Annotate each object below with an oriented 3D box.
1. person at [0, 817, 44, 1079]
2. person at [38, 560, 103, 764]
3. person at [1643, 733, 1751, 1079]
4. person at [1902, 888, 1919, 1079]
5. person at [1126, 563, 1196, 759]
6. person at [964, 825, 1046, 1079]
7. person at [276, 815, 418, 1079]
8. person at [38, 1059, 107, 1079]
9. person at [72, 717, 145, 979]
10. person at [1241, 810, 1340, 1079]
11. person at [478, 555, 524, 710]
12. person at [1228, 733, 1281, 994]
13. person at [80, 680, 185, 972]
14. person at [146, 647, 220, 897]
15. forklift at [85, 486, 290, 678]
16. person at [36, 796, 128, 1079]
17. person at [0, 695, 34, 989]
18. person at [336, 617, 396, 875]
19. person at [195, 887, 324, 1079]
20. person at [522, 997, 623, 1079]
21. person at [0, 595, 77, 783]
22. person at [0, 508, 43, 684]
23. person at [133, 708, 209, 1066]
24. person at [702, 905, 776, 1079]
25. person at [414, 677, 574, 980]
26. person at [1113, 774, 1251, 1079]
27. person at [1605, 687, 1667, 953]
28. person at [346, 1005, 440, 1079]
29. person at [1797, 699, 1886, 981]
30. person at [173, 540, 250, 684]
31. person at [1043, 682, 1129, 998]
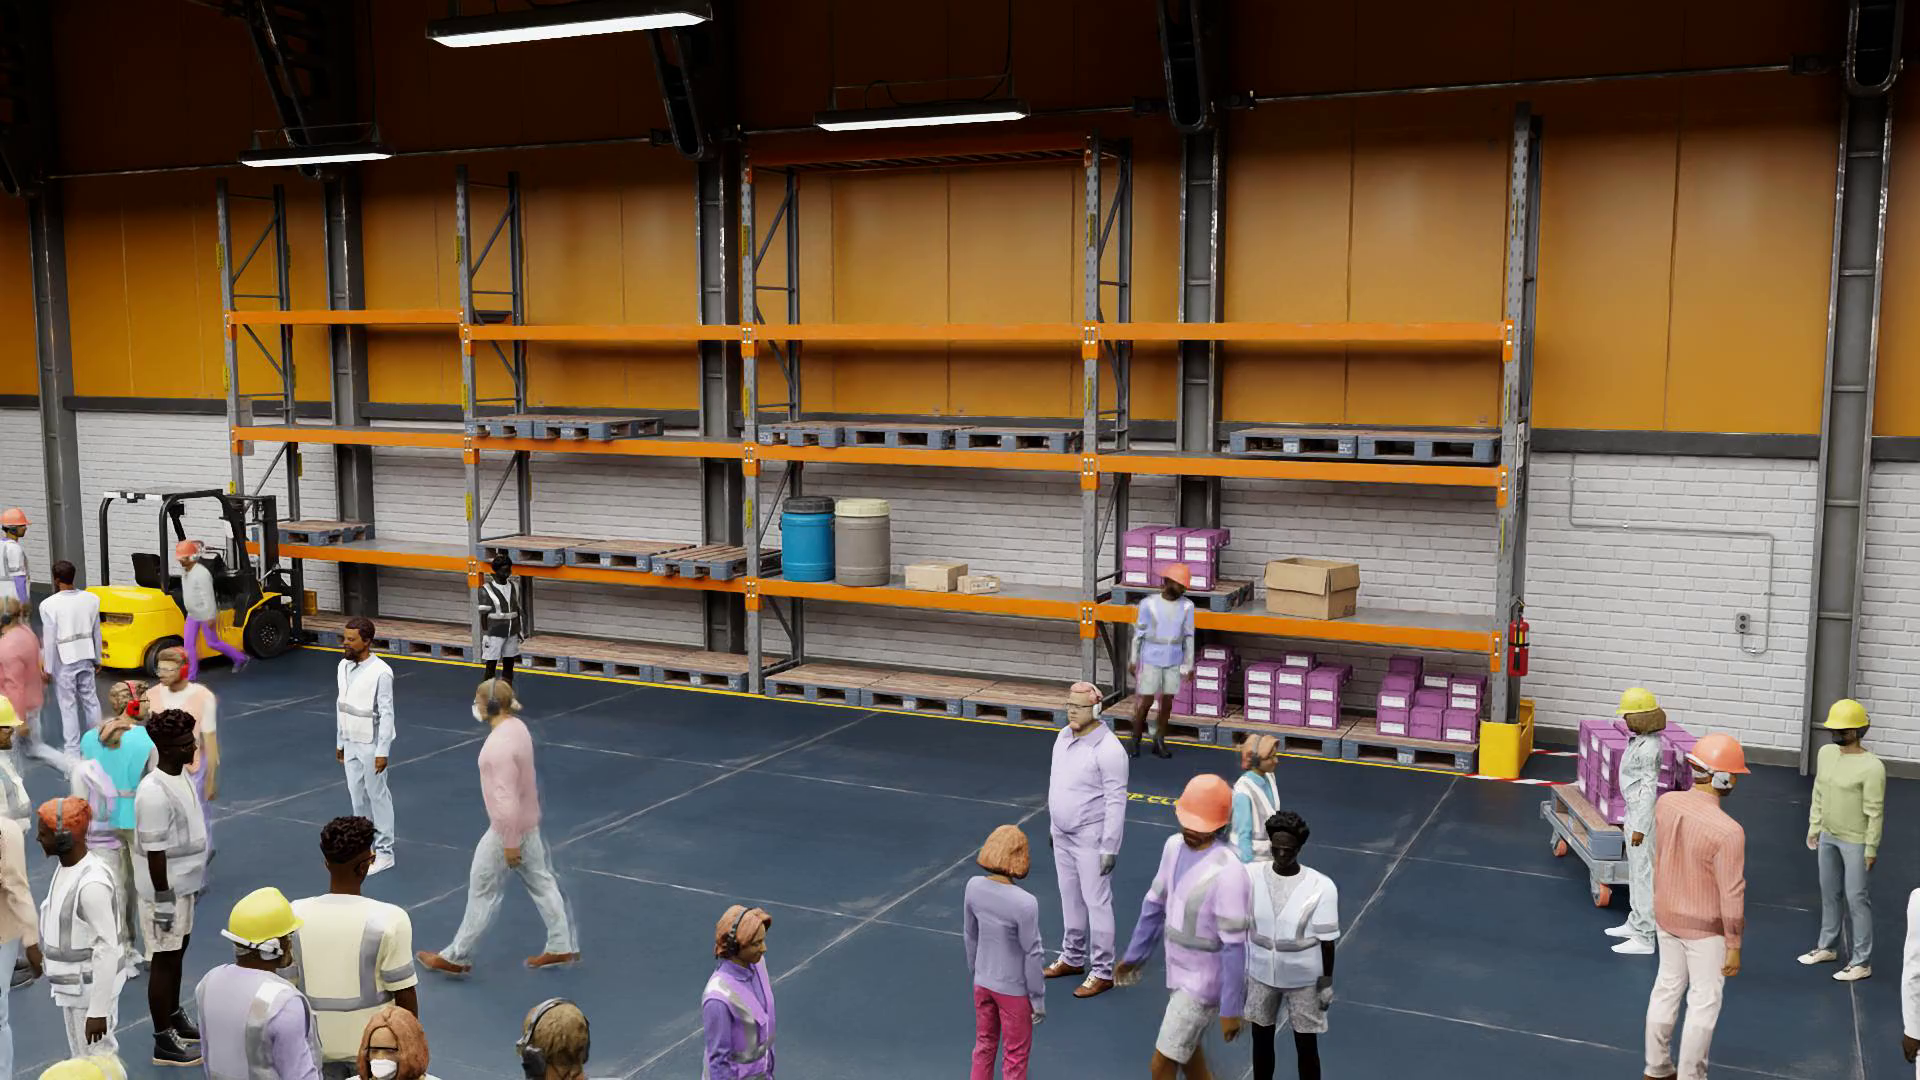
[{"bbox_3d":[-4.941,2.010,8.307,0.686,1.950,0.679,0,7,1],"label":"person"},{"bbox_3d":[-8.321,1.144,15.613,0.372,1.914,0.597,3,8,25],"label":"person"},{"bbox_3d":[3.811,1.967,8.564,0.410,1.982,0.626,-2,7,-15],"label":"person"},{"bbox_3d":[4.464,2.159,7.364,0.575,1.882,0.360,0,7,3],"label":"person"},{"bbox_3d":[1.933,1.146,15.700,0.576,1.889,0.506,-1,7,-10],"label":"person"},{"bbox_3d":[0.224,2.193,8.115,0.289,1.632,0.497,-6,9,-43],"label":"person"},{"bbox_3d":[-2.609,2.146,7.141,0.618,1.960,0.361,1,7,4],"label":"person"},{"bbox_3d":[-2.778,2.487,5.465,0.908,1.677,0.488,-5,8,-34],"label":"person"},{"bbox_3d":[-5.238,1.916,10.432,0.563,1.619,0.529,5,9,38],"label":"person"},{"bbox_3d":[1.604,2.152,8.230,0.539,1.693,0.322,4,8,29],"label":"person"},{"bbox_3d":[-4.883,0.999,17.724,0.320,1.693,0.531,5,9,37],"label":"person"},{"bbox_3d":[1.819,1.964,10.007,0.460,1.621,0.542,4,8,32],"label":"person"},{"bbox_3d":[-5.232,1.803,10.473,0.567,1.840,0.375,1,7,8],"label":"person"},{"bbox_3d":[-5.485,1.646,11.825,0.584,1.830,0.463,2,7,17],"label":"person"},{"bbox_3d":[-9.426,0.454,20.179,1.214,2.155,2.313,3,8,26],"label":"forklift"},{"bbox_3d":[-4.090,2.112,7.774,0.337,1.875,0.585,-6,9,-39],"label":"person"},{"bbox_3d":[-5.916,1.848,10.206,0.403,1.819,0.601,-4,8,-28],"label":"person"},{"bbox_3d":[-4.454,1.523,12.460,0.593,1.922,0.391,5,8,35],"label":"person"},{"bbox_3d":[-2.735,2.276,6.600,0.591,1.833,0.403,4,8,30],"label":"person"},{"bbox_3d":[-1.236,2.394,5.262,0.372,1.927,0.635,4,8,32],"label":"person"},{"bbox_3d":[-7.657,1.383,13.695,0.853,1.914,0.638,-2,7,-13],"label":"person"},{"bbox_3d":[-10.838,0.655,19.132,0.609,2.043,0.376,7,10,43],"label":"person"},{"bbox_3d":[-4.351,1.894,9.208,0.372,1.966,0.608,-1,7,-12],"label":"person"},{"bbox_3d":[-0.930,2.328,7.011,0.319,1.631,0.524,2,7,13],"label":"person"},{"bbox_3d":[-2.901,1.791,10.379,0.997,1.885,0.659,0,7,-3],"label":"person"},{"bbox_3d":[0.972,2.051,7.779,0.662,1.999,0.699,-1,7,-8],"label":"person"},{"bbox_3d":[4.399,1.813,10.823,0.305,1.737,0.484,2,7,16],"label":"person"},{"bbox_3d":[-2.002,2.455,5.931,0.500,1.636,0.280,1,7,4],"label":"person"},{"bbox_3d":[5.509,1.857,10.382,0.338,1.760,0.531,-2,7,-12],"label":"person"},{"bbox_3d":[-8.690,0.818,19.247,0.571,1.700,0.808,5,8,35],"label":"person"},{"bbox_3d":[0.736,1.806,10.162,0.410,1.913,0.651,-4,8,-31],"label":"person"}]
